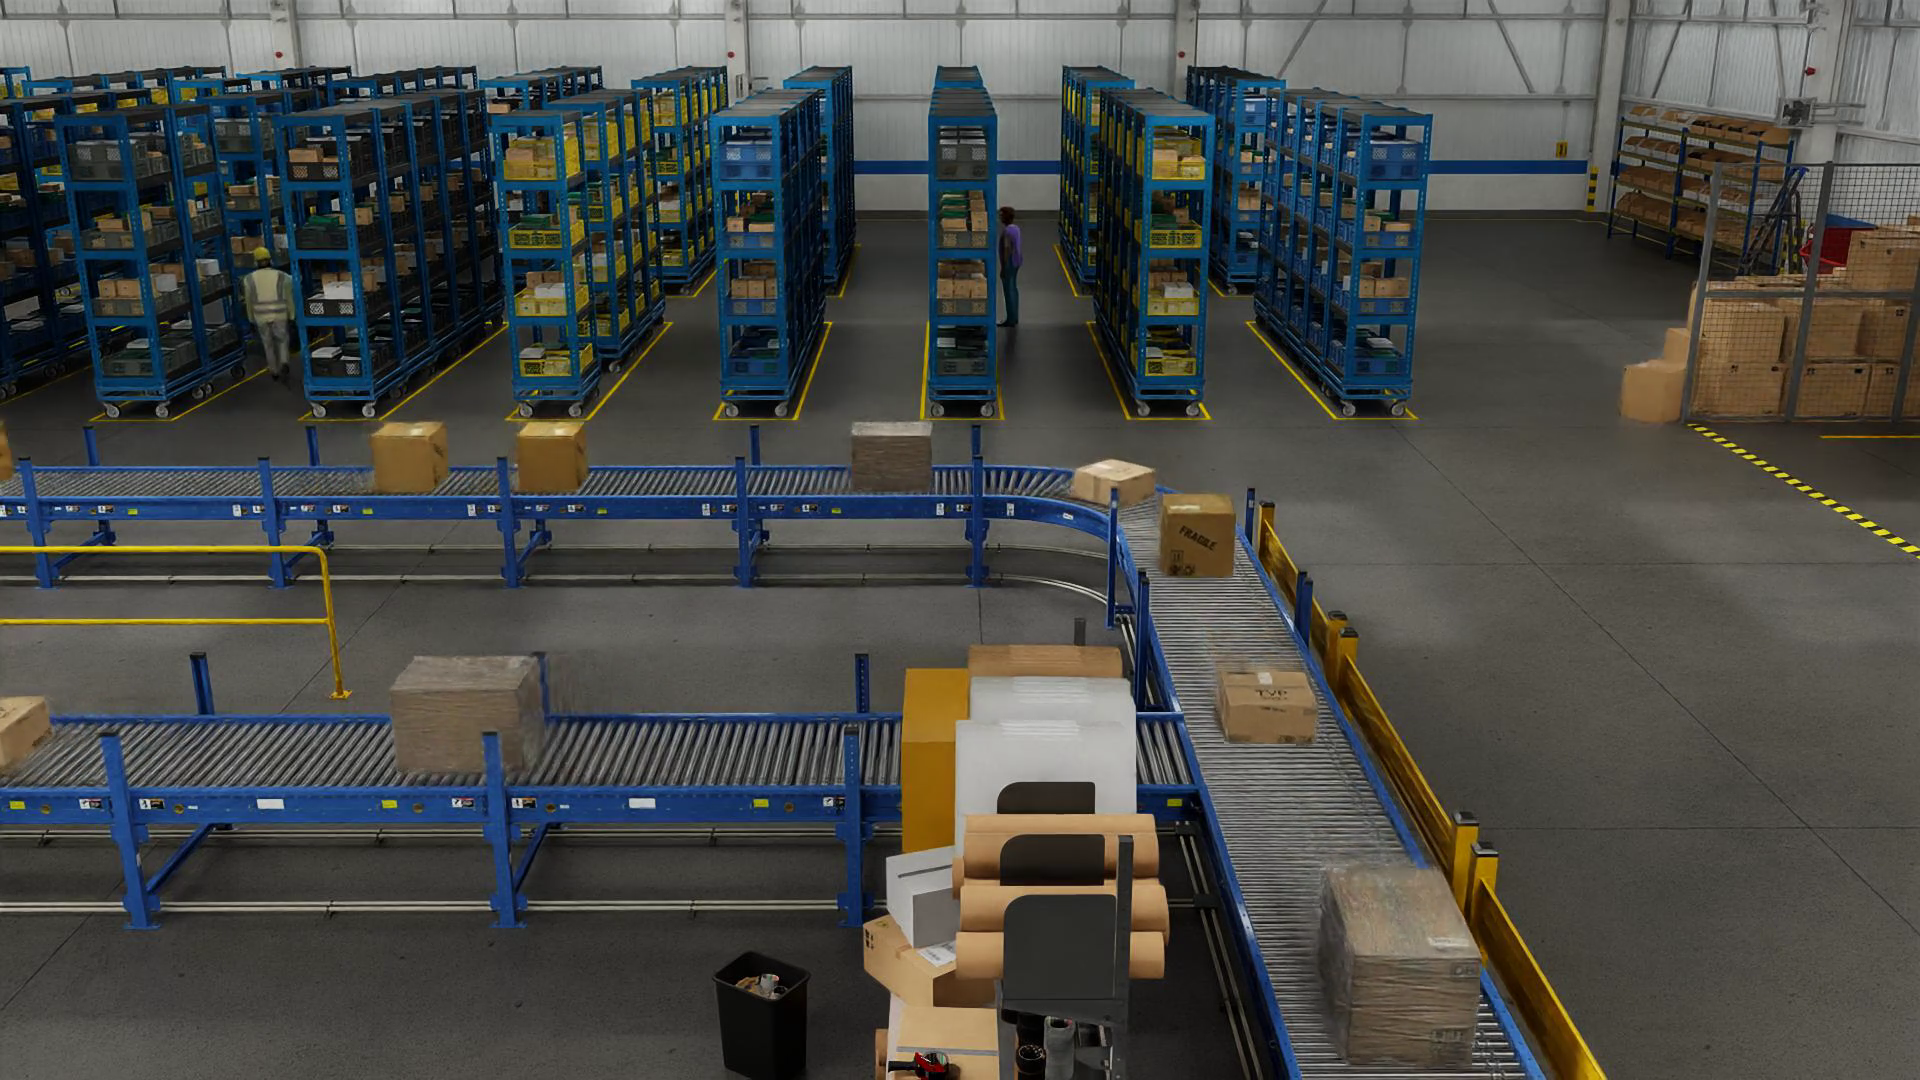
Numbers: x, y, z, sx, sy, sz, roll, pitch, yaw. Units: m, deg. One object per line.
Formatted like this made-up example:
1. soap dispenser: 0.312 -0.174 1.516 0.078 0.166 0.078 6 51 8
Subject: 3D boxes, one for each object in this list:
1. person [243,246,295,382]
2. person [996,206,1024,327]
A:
1. person: -9.006 -2.928 21.743 0.596 1.805 0.575 -6 19 -18
2. person: 0.782 -4.217 25.663 0.384 1.839 0.567 6 19 17
